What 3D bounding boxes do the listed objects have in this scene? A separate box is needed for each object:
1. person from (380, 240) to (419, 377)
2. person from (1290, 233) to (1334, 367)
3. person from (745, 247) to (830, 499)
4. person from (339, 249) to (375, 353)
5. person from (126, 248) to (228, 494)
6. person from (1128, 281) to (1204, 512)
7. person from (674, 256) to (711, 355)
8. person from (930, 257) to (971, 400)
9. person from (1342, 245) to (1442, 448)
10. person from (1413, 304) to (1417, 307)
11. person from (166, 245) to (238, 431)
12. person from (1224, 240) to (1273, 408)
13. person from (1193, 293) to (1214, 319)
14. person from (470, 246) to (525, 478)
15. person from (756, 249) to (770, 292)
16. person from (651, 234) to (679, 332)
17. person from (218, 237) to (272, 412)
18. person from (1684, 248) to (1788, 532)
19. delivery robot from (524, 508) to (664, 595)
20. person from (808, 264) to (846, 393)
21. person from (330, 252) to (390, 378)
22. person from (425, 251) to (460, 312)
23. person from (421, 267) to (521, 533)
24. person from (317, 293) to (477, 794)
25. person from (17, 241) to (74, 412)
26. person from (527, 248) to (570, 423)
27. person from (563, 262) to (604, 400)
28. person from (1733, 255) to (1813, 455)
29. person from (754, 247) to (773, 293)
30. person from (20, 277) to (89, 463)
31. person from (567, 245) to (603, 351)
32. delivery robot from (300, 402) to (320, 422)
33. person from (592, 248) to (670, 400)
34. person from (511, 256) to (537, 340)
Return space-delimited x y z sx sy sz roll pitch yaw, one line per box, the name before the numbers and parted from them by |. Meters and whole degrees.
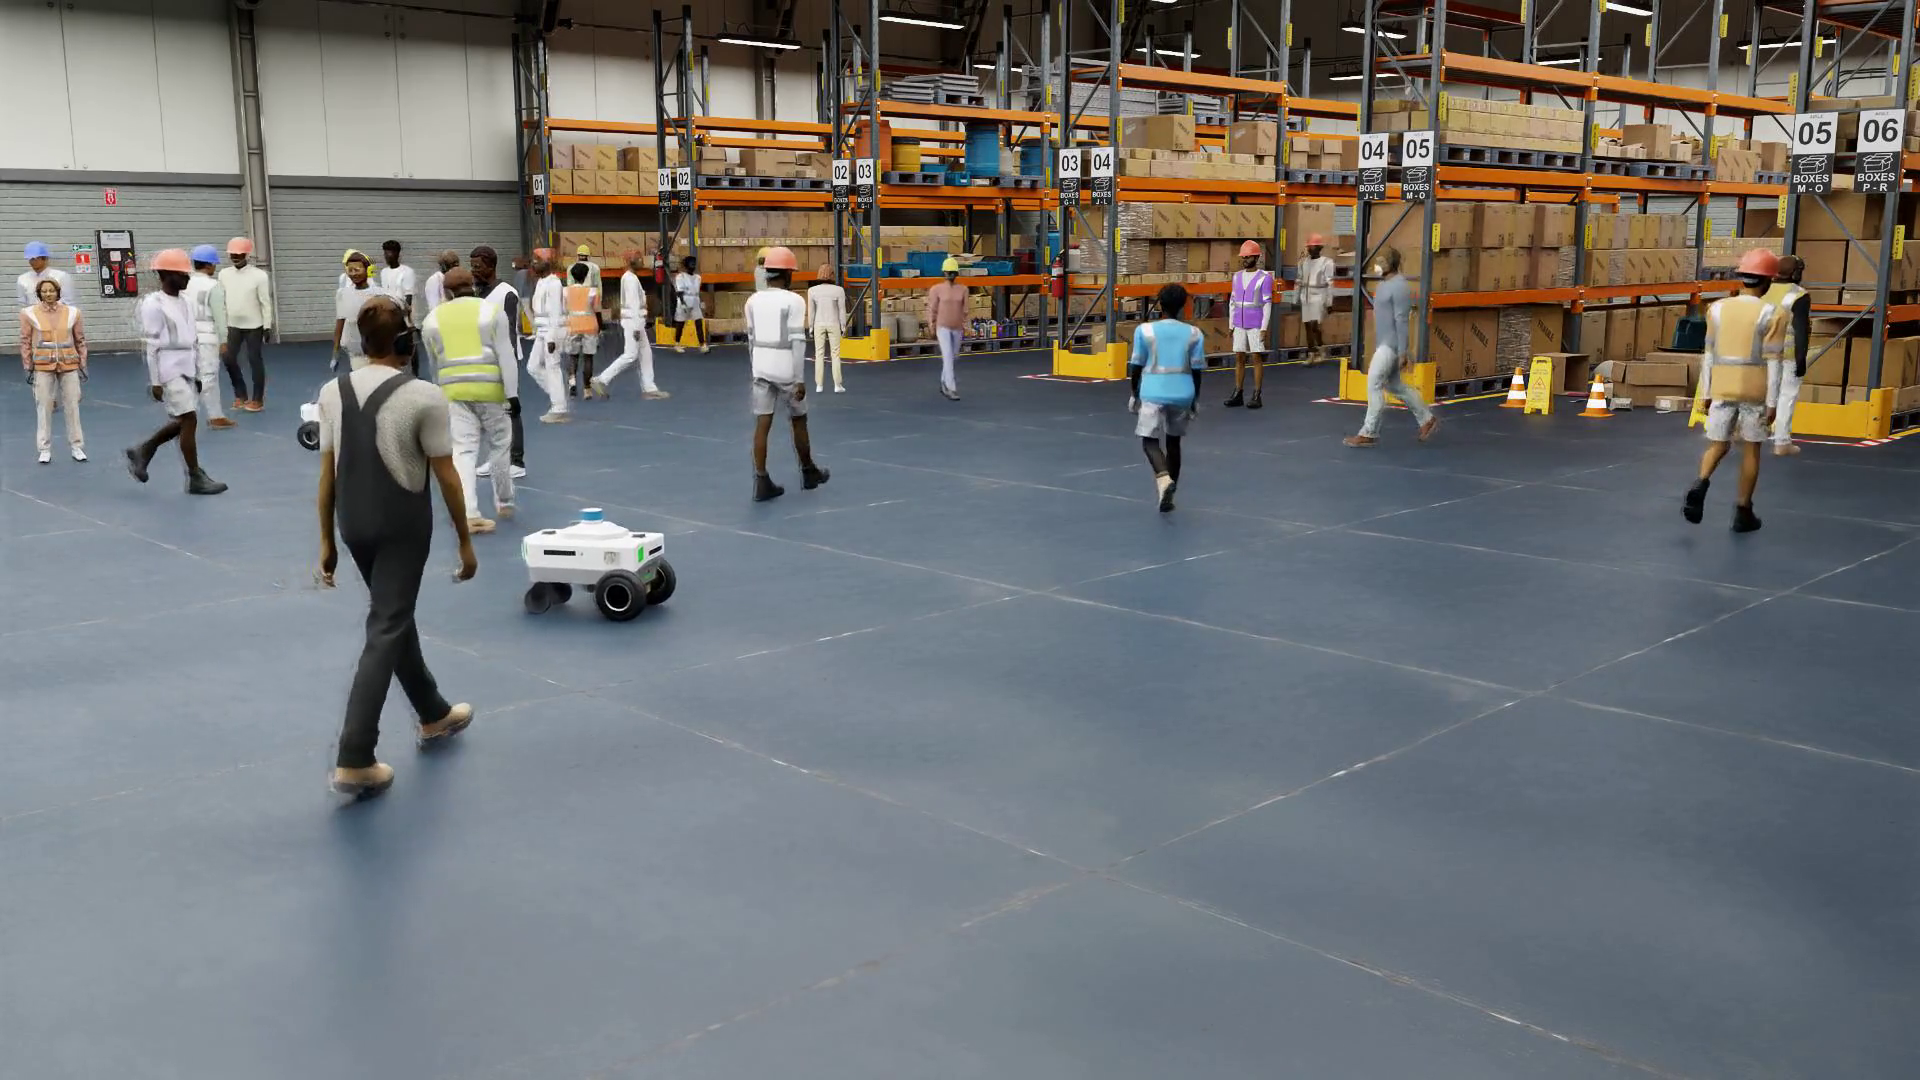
person | -7.330 -2.891 21.480 0.623 1.930 0.871 5 12 25
person | 5.375 -3.664 25.445 0.424 2.026 0.618 -9 14 -41
person | -1.341 -1.303 12.898 0.575 1.900 0.901 5 12 27
person | -8.135 -3.021 22.505 0.610 1.817 0.471 5 12 27
person | -6.192 -1.317 12.992 0.788 1.913 0.545 1 10 7
person | 1.513 -1.024 12.008 0.538 1.672 0.686 -2 11 -9
person | -4.580 -3.966 28.116 0.534 1.652 0.889 -10 14 -42
person | -0.141 -2.632 20.617 0.527 1.740 0.811 -4 11 -22
person | 4.158 -1.833 15.796 0.906 1.917 0.643 0 10 0
person | 7.432 -3.785 26.397 0.511 1.915 0.564 -8 13 -36
person | -7.768 -2.042 16.927 0.648 1.912 0.837 6 12 29
person | 3.380 -2.529 19.497 0.544 1.939 0.354 9 14 40
person | 4.320 -4.330 29.348 0.383 1.924 0.594 -5 11 -24
person | -3.868 -1.482 13.871 0.589 1.913 0.377 8 13 38
person | -3.367 -4.141 28.762 0.309 1.769 0.525 -7 13 -34
person | -5.639 -4.887 32.191 0.536 2.000 0.708 -9 14 -42
person | -8.141 -2.437 18.888 0.653 1.973 0.556 1 10 5
person | 5.245 -1.001 11.230 0.658 1.916 0.557 -9 14 -40
delivery robot | -1.969 0.072 8.948 0.707 0.478 0.477 2 11 12
person | -1.696 -2.701 21.264 0.498 1.634 0.280 1 10 6
person | -5.297 -1.611 14.742 0.535 1.853 0.460 2 11 12
person | -5.815 -2.378 19.045 0.468 1.814 0.632 4 11 21
person | -3.316 -0.975 11.461 0.693 1.783 0.897 0 10 1
person | -2.110 -0.011 6.191 0.528 1.793 0.982 3 11 17
person | -10.371 -2.421 18.924 0.641 1.931 0.483 0 10 -2
person | -4.437 -2.192 17.849 0.420 1.865 0.615 -6 12 -28
person | -4.646 -2.566 20.422 0.533 1.677 0.365 -1 10 -4
person | 7.484 -1.688 15.245 0.569 1.828 0.626 -3 11 -17
person | -3.316 -4.258 29.313 0.865 1.789 0.607 7 13 35
person | -8.027 -1.512 14.767 0.523 1.638 0.310 -7 13 -35
person | -6.528 -4.213 28.966 0.600 1.832 0.404 -2 11 -11
delivery robot | -5.897 -1.202 15.887 0.707 0.478 0.477 -1 11 -4
person | -4.049 -2.632 20.307 0.860 1.856 0.582 -2 11 -10
person | -8.472 -4.619 31.814 0.794 1.601 0.514 -8 13 -37
